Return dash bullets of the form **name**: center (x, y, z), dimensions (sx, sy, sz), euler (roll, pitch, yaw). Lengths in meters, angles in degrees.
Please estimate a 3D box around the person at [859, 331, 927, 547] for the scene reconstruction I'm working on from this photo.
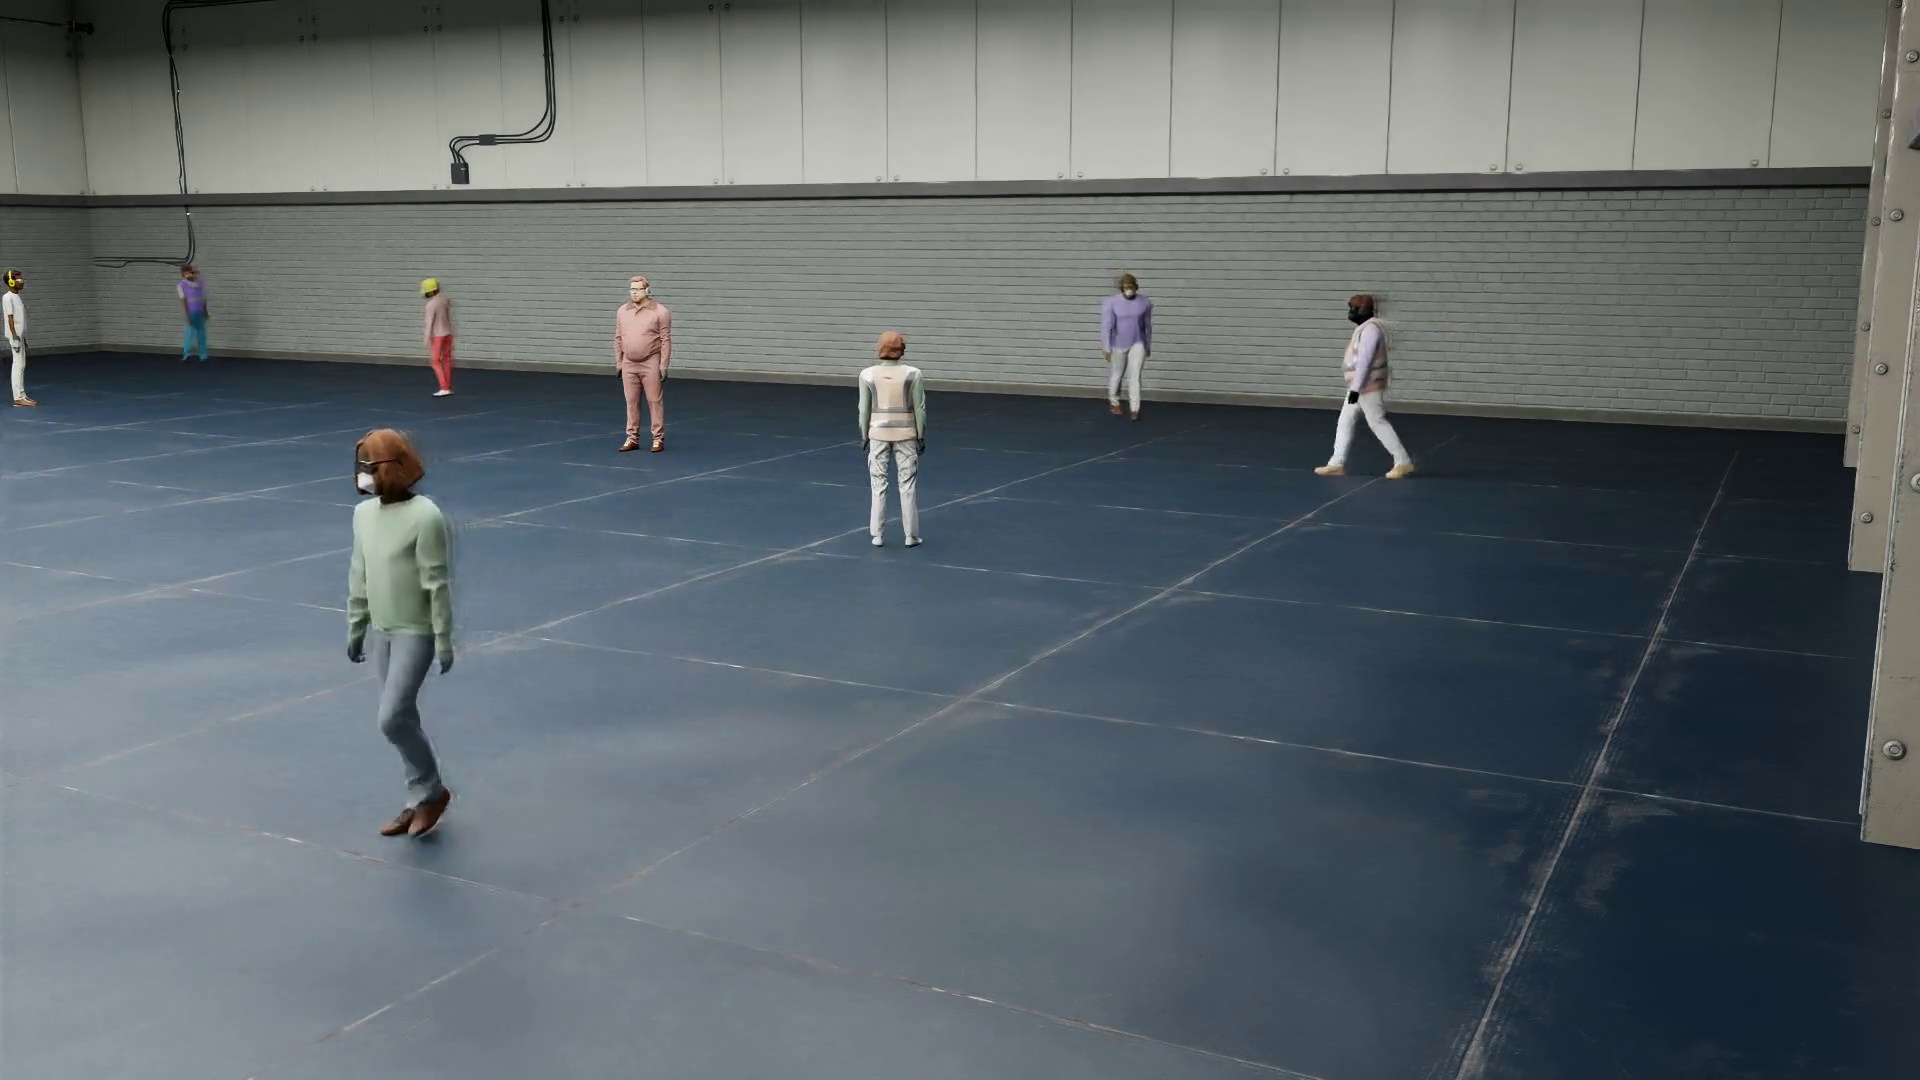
- **person**: center (-0.506, -0.752, 12.541), dimensions (0.511, 1.640, 0.308), euler (1, 10, 5)

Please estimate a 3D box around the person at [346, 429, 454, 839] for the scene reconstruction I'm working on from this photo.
- **person**: center (-2.180, 0.378, 6.436), dimensions (0.521, 1.617, 0.375), euler (8, 13, 36)

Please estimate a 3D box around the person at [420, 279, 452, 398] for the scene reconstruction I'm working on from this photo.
- **person**: center (-7.618, -2.948, 24.312), dimensions (0.325, 1.722, 0.641), euler (2, 11, 13)

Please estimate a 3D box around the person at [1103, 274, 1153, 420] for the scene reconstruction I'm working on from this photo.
- **person**: center (2.155, -2.511, 21.529), dimensions (0.658, 1.876, 1.024), euler (-1, 10, -5)

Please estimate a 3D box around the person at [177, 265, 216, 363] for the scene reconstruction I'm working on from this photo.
- **person**: center (-14.153, -4.174, 30.762), dimensions (0.388, 1.806, 0.700), euler (4, 11, 21)

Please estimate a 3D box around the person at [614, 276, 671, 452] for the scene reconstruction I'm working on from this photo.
- **person**: center (-3.465, -1.903, 18.092), dimensions (0.641, 1.908, 0.407), euler (2, 11, 13)

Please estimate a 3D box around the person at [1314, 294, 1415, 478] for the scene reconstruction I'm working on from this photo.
- **person**: center (3.994, -1.490, 16.158), dimensions (0.924, 1.802, 0.618), euler (1, 10, 4)

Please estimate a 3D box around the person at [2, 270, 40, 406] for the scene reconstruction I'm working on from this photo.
- **person**: center (-13.005, -2.786, 22.993), dimensions (0.328, 1.877, 0.509), euler (-4, 11, -19)
